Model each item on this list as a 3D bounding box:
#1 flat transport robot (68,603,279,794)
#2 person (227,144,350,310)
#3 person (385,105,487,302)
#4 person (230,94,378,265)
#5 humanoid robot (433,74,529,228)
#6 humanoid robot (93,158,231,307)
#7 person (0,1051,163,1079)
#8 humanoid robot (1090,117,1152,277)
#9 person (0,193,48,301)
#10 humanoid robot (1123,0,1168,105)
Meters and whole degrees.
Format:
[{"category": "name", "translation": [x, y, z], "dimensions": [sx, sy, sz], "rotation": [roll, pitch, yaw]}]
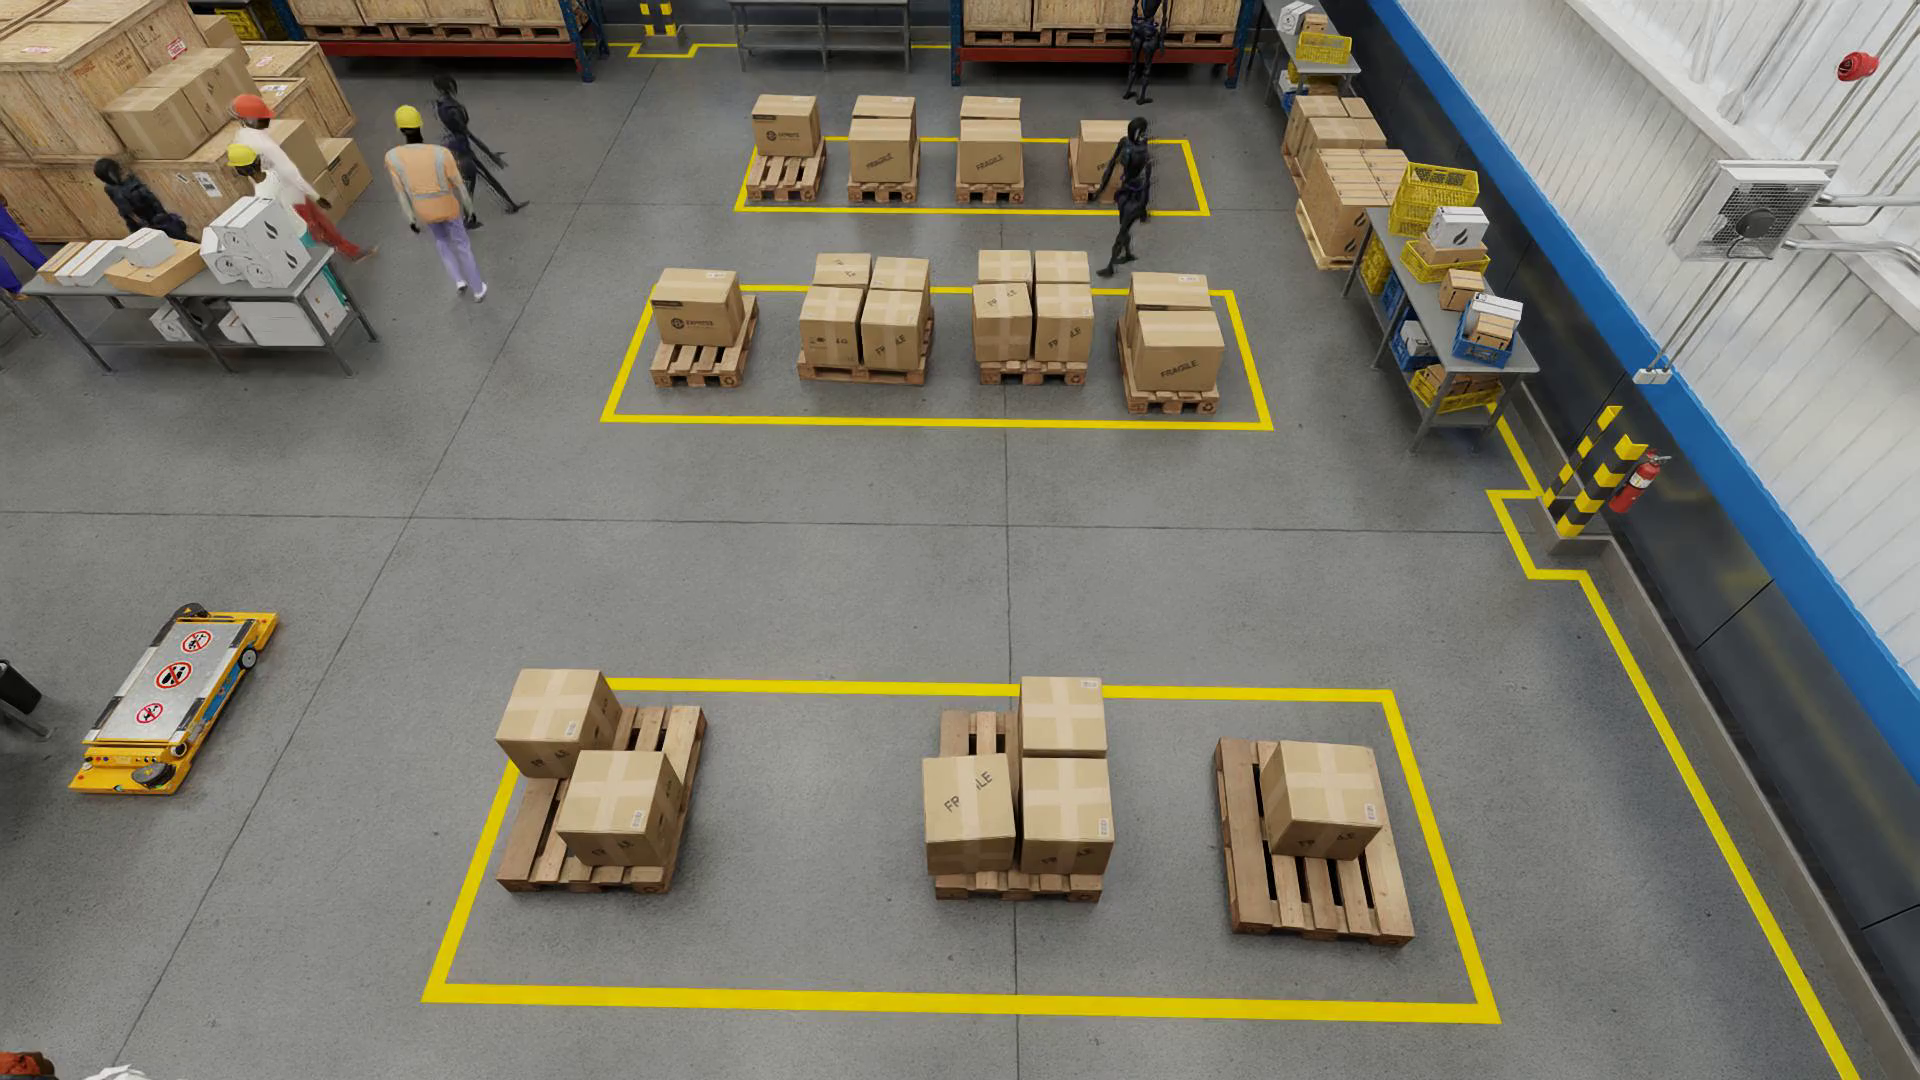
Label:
[{"category": "flat transport robot", "translation": [-5.504, 1.072, 6.442], "dimensions": [0.652, 0.197, 1.431], "rotation": [1, 50, 1]}, {"category": "person", "translation": [-6.503, -2.978, 8.906], "dimensions": [0.314, 1.768, 0.524], "rotation": [-18, 52, -14]}, {"category": "person", "translation": [-5.146, -3.283, 9.080], "dimensions": [0.612, 1.890, 0.554], "rotation": [-14, 51, -11]}, {"category": "person", "translation": [-6.701, -3.476, 9.221], "dimensions": [0.625, 1.954, 0.833], "rotation": [37, 59, 27]}, {"category": "humanoid robot", "translation": [-5.425, -4.251, 10.077], "dimensions": [0.817, 1.616, 0.533], "rotation": [-17, 52, -14]}, {"category": "humanoid robot", "translation": [-7.763, -2.970, 8.964], "dimensions": [0.708, 1.633, 0.413], "rotation": [9, 50, 8]}, {"category": "person", "translation": [-3.597, 2.623, 4.090], "dimensions": [0.578, 1.882, 0.343], "rotation": [-17, 52, -14]}, {"category": "humanoid robot", "translation": [1.670, -3.531, 9.439], "dimensions": [0.645, 1.635, 0.590], "rotation": [-19, 52, -15]}, {"category": "person", "translation": [-9.908, -3.382, 9.070], "dimensions": [0.536, 2.000, 0.679], "rotation": [23, 53, 18]}, {"category": "humanoid robot", "translation": [2.457, -6.655, 12.067], "dimensions": [0.315, 1.657, 0.609], "rotation": [-34, 57, -25]}]
